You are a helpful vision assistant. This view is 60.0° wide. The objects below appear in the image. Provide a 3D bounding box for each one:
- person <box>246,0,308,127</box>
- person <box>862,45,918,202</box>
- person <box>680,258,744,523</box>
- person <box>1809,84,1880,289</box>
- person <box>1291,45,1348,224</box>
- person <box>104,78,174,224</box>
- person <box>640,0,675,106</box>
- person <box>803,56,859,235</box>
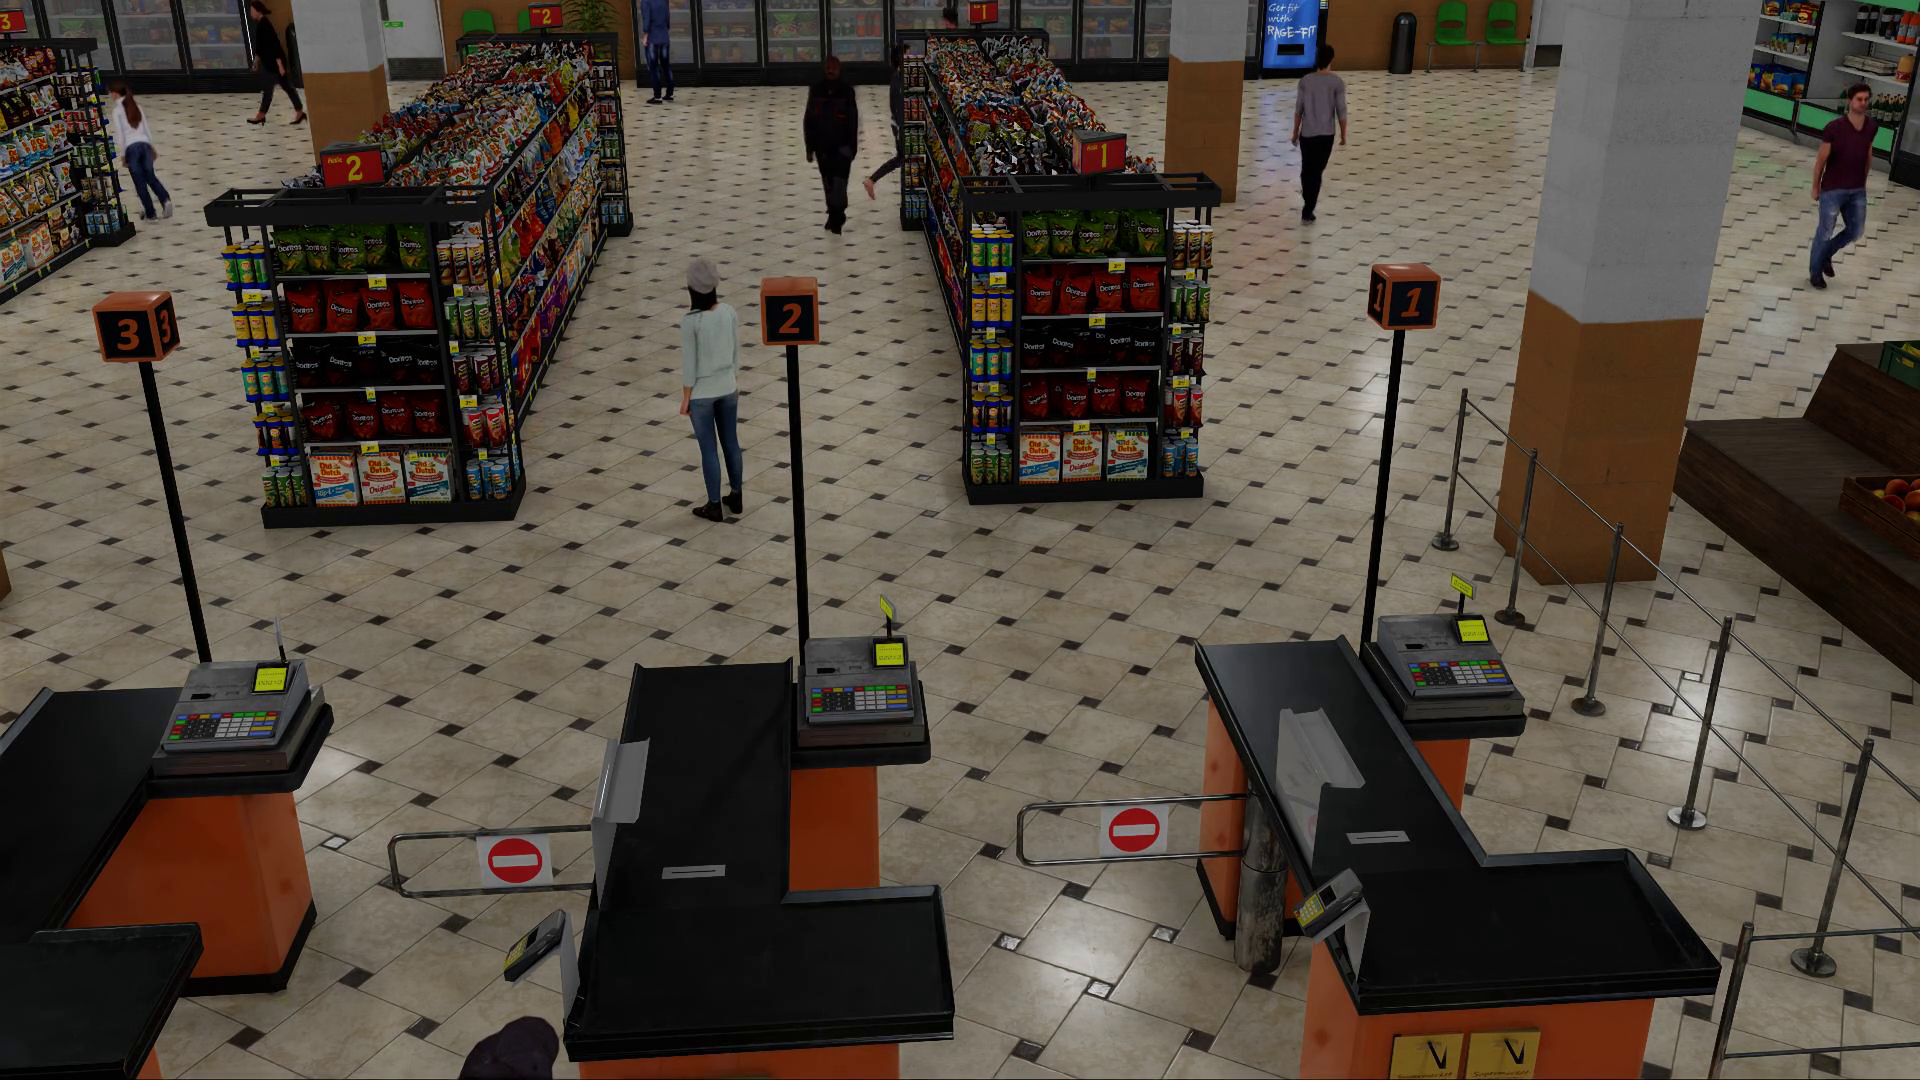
[{"bbox_3d":[-9.434,-6.594,23.128,1.004,1.675,1.093,-12,26,-26],"label":"person"},{"bbox_3d":[-0.709,-4.575,18.420,0.688,1.749,0.940,-3,24,-6],"label":"person"},{"bbox_3d":[-1.520,-0.927,10.202,0.640,1.653,0.680,-21,32,-40],"label":"person"},{"bbox_3d":[8.079,-3.266,15.311,0.684,1.844,0.734,-1,24,-2],"label":"person"},{"bbox_3d":[3.766,-4.275,17.660,1.048,1.809,1.211,11,26,24],"label":"person"},{"bbox_3d":[-8.649,-4.079,17.559,0.866,1.531,0.830,17,29,34],"label":"person"},{"bbox_3d":[-4.560,-7.500,25.010,0.856,1.825,0.782,17,29,33],"label":"person"},{"bbox_3d":[-1.309,-4.120,17.317,0.884,1.799,1.237,4,24,9],"label":"person"}]
